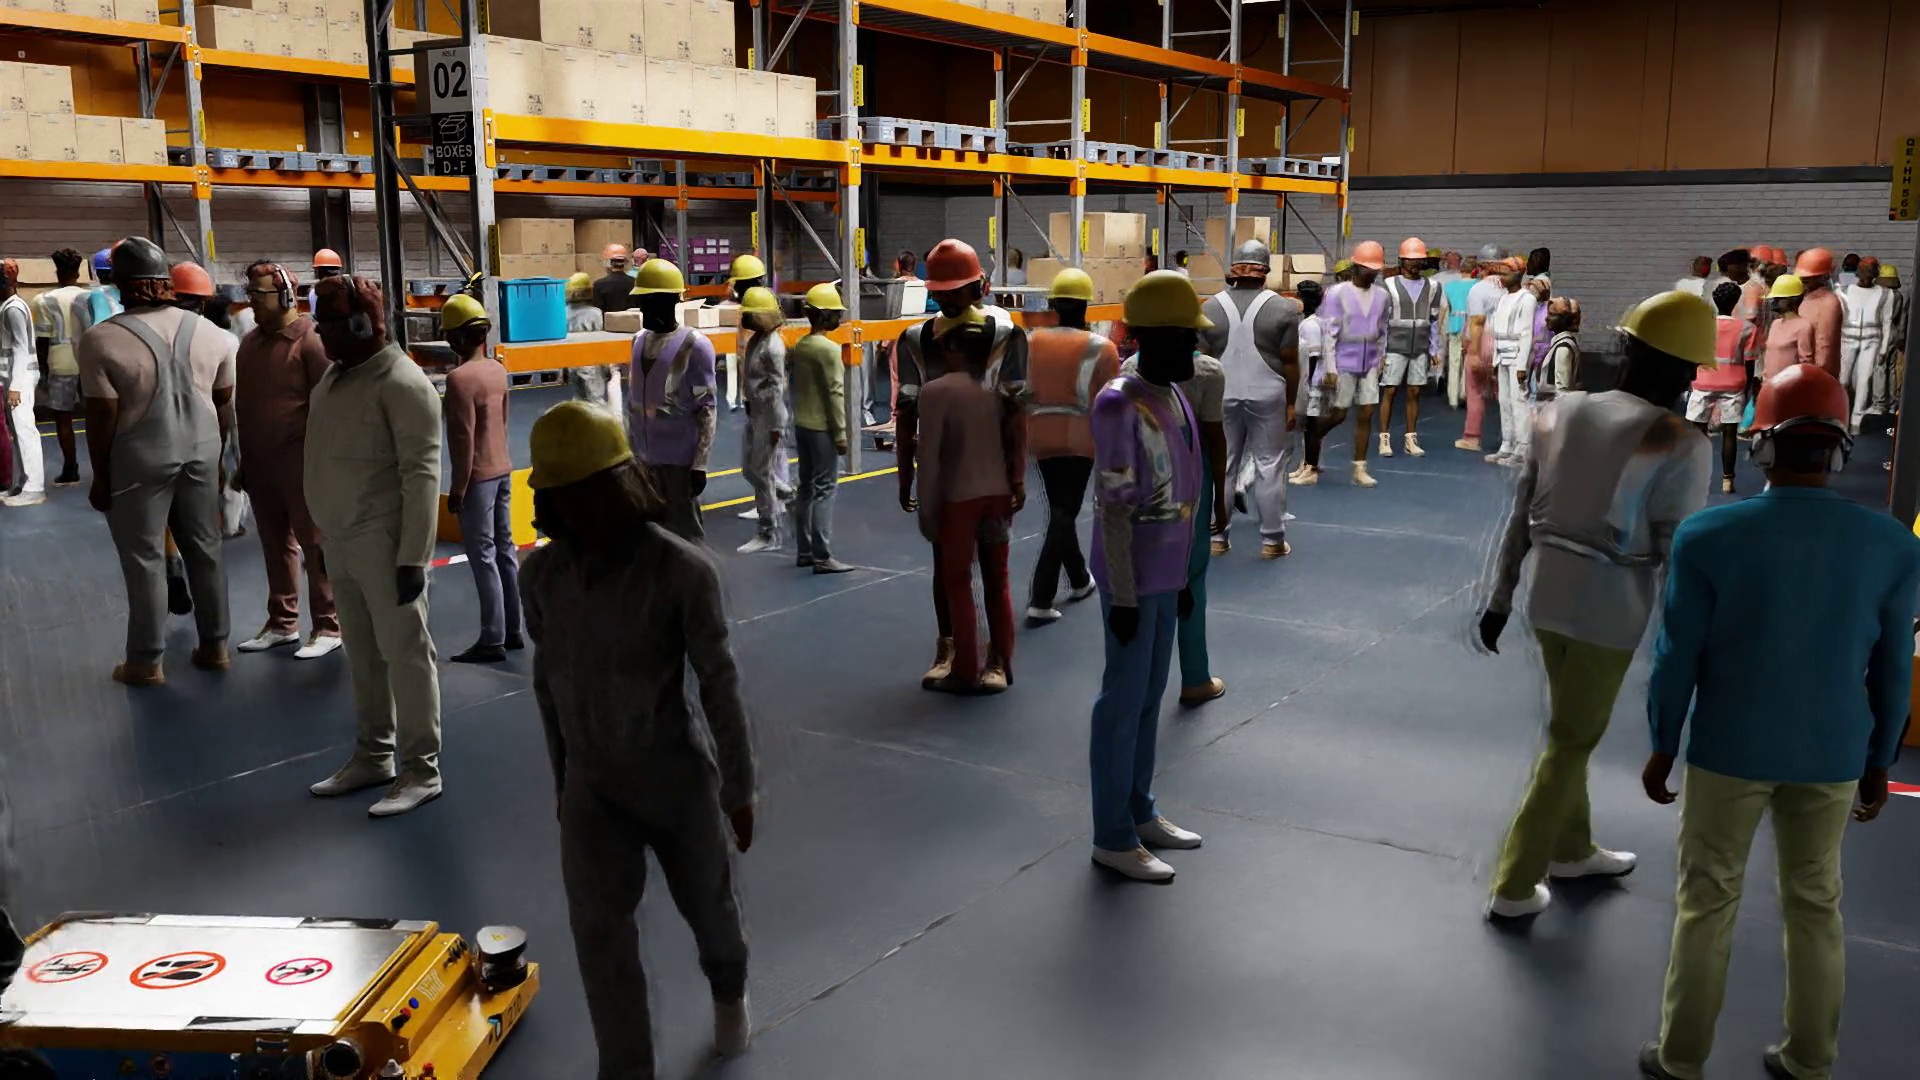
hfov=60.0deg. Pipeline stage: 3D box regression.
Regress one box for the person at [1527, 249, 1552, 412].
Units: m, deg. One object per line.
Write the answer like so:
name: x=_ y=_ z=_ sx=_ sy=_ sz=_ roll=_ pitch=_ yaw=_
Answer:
person: x=6.799 y=-2.464 z=19.614 sx=0.392 sy=1.922 sz=0.590 roll=3 pitch=11 yaw=17

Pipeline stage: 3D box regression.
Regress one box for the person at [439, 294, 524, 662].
person: x=-2.334 y=-0.293 z=8.021 sx=0.319 sy=1.765 sz=0.533 roll=2 pitch=10 yaw=9

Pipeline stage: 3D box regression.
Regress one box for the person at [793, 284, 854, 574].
person: x=-0.841 y=-0.678 z=10.173 sx=0.335 sy=1.761 sz=0.528 roll=-6 pitch=12 yaw=-30

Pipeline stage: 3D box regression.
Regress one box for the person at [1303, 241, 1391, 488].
person: x=3.220 y=-1.448 z=13.729 sx=0.619 sy=2.017 sz=0.741 roll=-3 pitch=11 yaw=-17

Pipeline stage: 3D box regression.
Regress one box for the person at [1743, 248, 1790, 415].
person: x=8.941 y=-2.259 z=18.469 sx=0.389 sy=1.929 sz=0.561 roll=5 pitch=11 yaw=24

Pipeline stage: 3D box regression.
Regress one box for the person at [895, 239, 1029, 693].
person: x=-0.001 y=-0.320 z=7.457 sx=0.614 sy=2.028 sz=0.409 roll=2 pitch=10 yaw=13

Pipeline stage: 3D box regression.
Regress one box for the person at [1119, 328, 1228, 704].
person: x=0.936 y=-0.199 z=7.290 sx=0.506 sy=1.842 sz=0.346 roll=6 pitch=12 yaw=31

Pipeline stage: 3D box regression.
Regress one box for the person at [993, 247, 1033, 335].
person: x=0.677 y=-2.855 z=21.771 sx=0.641 sy=1.927 sz=0.546 roll=10 pitch=14 yaw=44

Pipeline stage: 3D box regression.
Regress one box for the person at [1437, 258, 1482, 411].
person: x=5.987 y=-2.451 z=19.844 sx=0.639 sy=1.805 sz=0.659 roll=2 pitch=11 yaw=13

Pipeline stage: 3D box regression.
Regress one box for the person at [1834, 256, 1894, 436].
person: x=9.399 y=-2.033 z=17.399 sx=0.583 sy=1.867 sz=0.576 roll=5 pitch=11 yaw=26

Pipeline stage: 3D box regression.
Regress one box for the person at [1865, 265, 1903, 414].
person: x=10.765 y=-2.331 z=19.407 sx=0.487 sy=1.736 sz=0.336 roll=-6 pitch=12 yaw=-31

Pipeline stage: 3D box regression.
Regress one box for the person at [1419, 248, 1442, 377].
person: x=7.010 y=-3.379 z=24.743 sx=0.430 sy=1.904 sz=0.654 roll=-5 pitch=11 yaw=-25

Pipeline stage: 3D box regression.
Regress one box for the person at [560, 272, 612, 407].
person: x=-3.490 y=-1.591 z=15.369 sx=0.498 sy=1.761 sz=0.516 roll=5 pitch=11 yaw=25

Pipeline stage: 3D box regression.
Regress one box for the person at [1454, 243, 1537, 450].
person: x=5.169 y=-1.852 z=15.891 sx=0.699 sy=2.000 sz=0.838 roll=-5 pitch=12 yaw=-28

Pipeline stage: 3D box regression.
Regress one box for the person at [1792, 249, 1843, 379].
person: x=6.714 y=-1.310 z=13.148 sx=0.536 sy=1.951 sz=0.627 roll=-1 pitch=10 yaw=-4

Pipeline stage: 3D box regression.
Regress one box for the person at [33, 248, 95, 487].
person: x=-7.293 y=-1.420 z=13.745 sx=0.399 sy=1.952 sz=0.618 roll=8 pitch=13 yaw=38

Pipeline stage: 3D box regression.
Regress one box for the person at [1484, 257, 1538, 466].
person: x=4.976 y=-1.599 z=14.969 sx=0.352 sy=1.877 sz=0.568 roll=-1 pitch=10 yaw=-6

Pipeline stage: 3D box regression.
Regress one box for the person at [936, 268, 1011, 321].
person: x=0.093 y=-1.058 z=12.066 sx=0.563 sy=1.835 sz=0.387 roll=-2 pitch=10 yaw=-8

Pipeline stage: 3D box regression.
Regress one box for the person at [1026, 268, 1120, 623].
person: x=0.595 y=-0.518 z=8.979 sx=0.605 sy=1.868 sz=1.015 roll=5 pitch=12 yaw=27

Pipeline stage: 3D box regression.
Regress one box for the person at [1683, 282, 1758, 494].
person: x=6.083 y=-1.213 z=13.328 sx=0.536 sy=1.693 sz=0.319 roll=4 pitch=11 yaw=22

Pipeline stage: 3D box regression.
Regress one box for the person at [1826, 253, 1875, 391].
person: x=11.952 y=-2.929 z=22.414 sx=0.619 sy=1.845 sz=0.430 roll=3 pitch=11 yaw=17

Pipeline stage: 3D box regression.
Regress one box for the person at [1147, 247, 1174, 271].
person: x=2.998 y=-3.451 z=25.037 sx=0.627 sy=1.943 sz=0.432 roll=9 pitch=14 yaw=42

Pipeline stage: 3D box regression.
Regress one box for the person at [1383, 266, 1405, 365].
person: x=6.563 y=-3.326 z=25.206 sx=0.323 sy=1.630 sz=0.519 roll=-2 pitch=10 yaw=-12

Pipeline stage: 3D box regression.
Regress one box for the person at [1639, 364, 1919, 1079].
person: x=1.894 y=0.464 z=3.892 sx=0.572 sy=1.742 sz=0.349 roll=1 pitch=10 yaw=4

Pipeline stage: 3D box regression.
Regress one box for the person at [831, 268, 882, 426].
person: x=-1.144 y=-2.200 z=18.199 sx=0.591 sy=1.909 sz=0.410 roll=-1 pitch=10 yaw=-7

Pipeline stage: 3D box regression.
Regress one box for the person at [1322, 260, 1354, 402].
person: x=4.749 y=-2.593 z=20.759 sx=0.524 sy=1.770 sz=0.315 roll=-4 pitch=11 yaw=-20

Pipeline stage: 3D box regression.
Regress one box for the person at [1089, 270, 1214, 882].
person: x=0.614 y=0.106 z=5.353 sx=0.373 sy=1.928 sz=0.584 roll=5 pitch=11 yaw=25

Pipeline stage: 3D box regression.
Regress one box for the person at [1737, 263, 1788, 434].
person: x=8.314 y=-1.940 z=17.102 sx=0.966 sy=1.799 sz=0.535 roll=-7 pitch=12 yaw=-35

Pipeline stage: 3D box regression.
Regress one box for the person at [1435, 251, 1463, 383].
person: x=6.997 y=-3.149 z=23.594 sx=0.631 sy=1.860 sz=0.571 roll=-9 pitch=13 yaw=-40

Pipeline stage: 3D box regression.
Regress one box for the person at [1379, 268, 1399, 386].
person: x=5.989 y=-2.963 z=23.177 sx=0.285 sy=1.634 sz=0.499 roll=4 pitch=11 yaw=20

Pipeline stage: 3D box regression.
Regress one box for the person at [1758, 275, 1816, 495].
person: x=6.184 y=-1.102 z=12.506 sx=0.328 sy=1.764 sz=0.528 roll=-1 pitch=10 yaw=-4

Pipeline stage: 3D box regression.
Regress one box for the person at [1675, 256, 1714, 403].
person: x=9.212 y=-2.610 z=20.706 sx=0.725 sy=1.812 sz=0.584 roll=-4 pitch=11 yaw=-20
